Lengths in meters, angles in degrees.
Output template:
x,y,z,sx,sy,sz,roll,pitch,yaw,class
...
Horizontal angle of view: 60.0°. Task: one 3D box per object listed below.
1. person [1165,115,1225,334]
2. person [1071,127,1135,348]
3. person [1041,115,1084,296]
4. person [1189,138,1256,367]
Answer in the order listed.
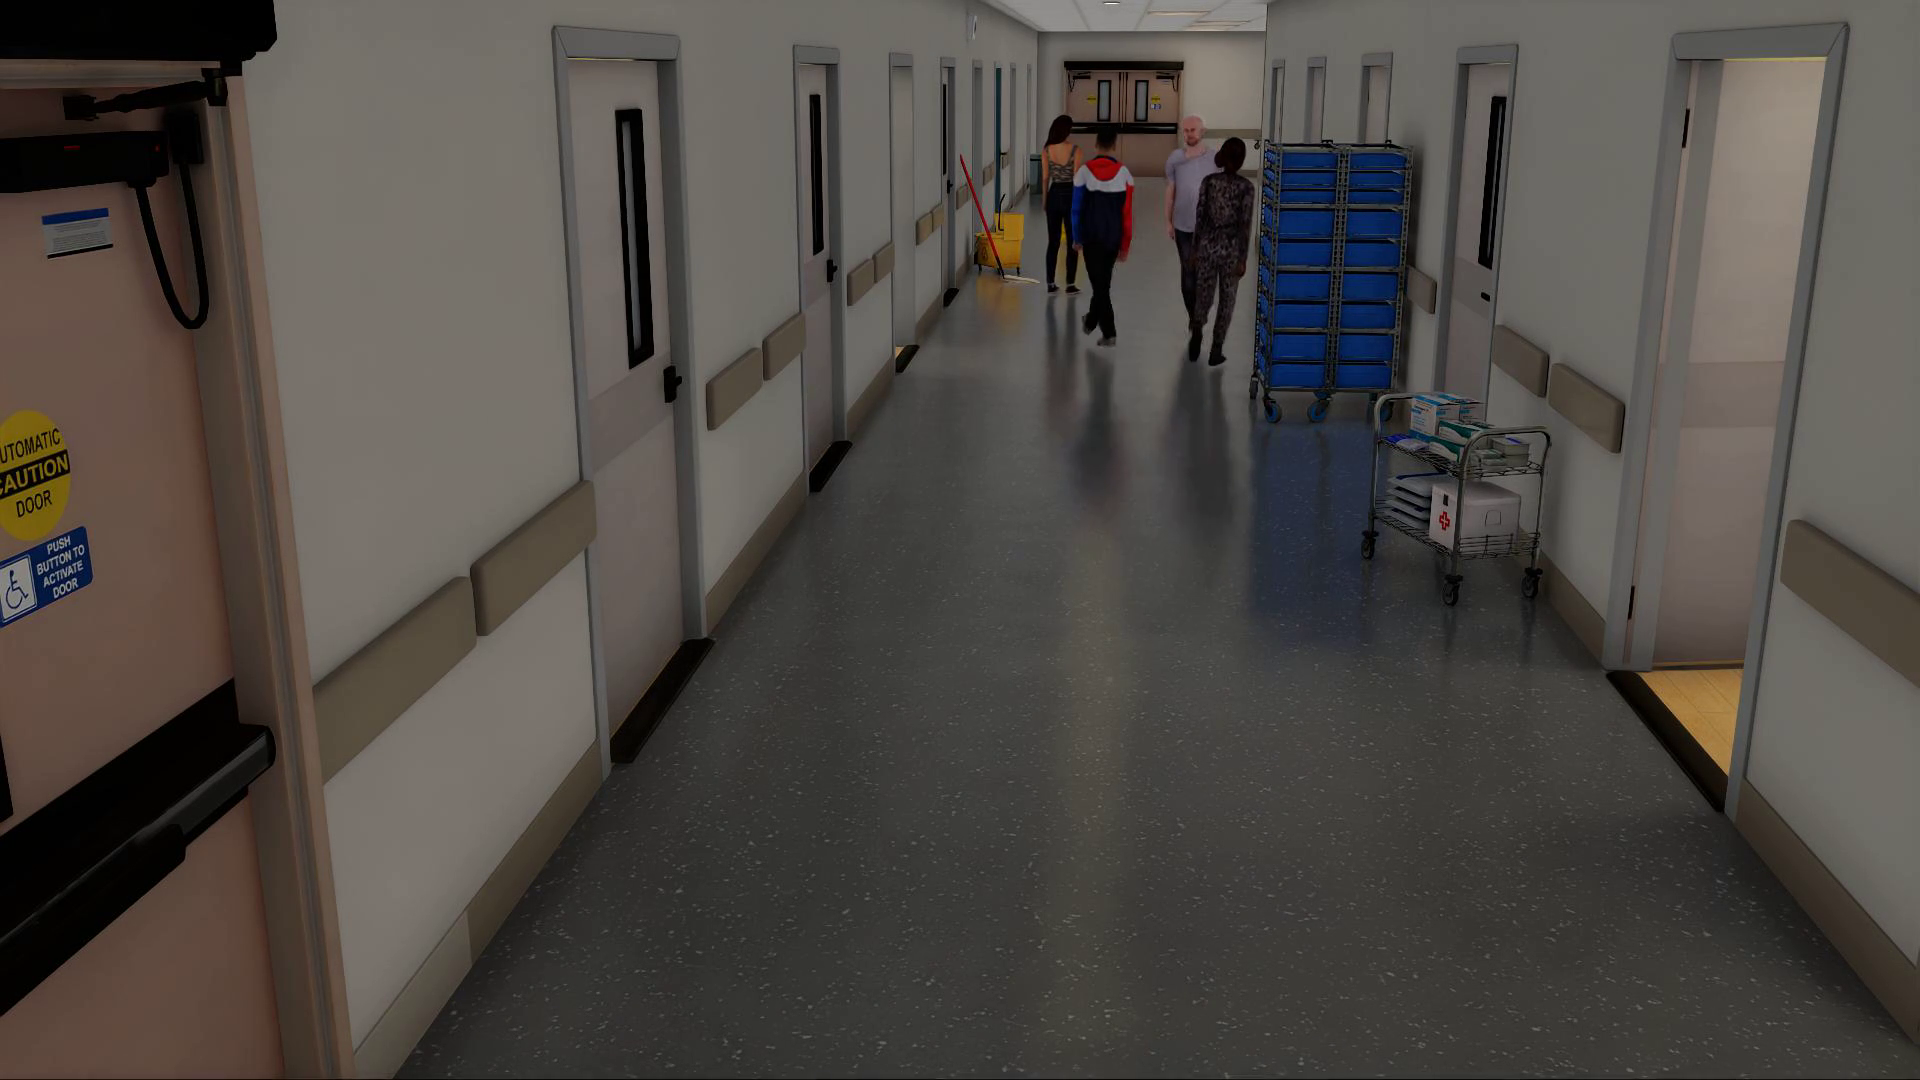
x,y,z,sx,sy,sz,roll,pitch,yaw,class
2.009,-2.701,14.280,0.763,1.809,1.082,-1,16,-5,person
1.149,-2.369,13.295,0.883,1.705,1.228,-3,16,-12,person
1.030,-3.362,16.703,0.677,1.767,0.659,8,17,25,person
1.911,-2.096,12.342,0.834,1.696,1.076,5,17,19,person
